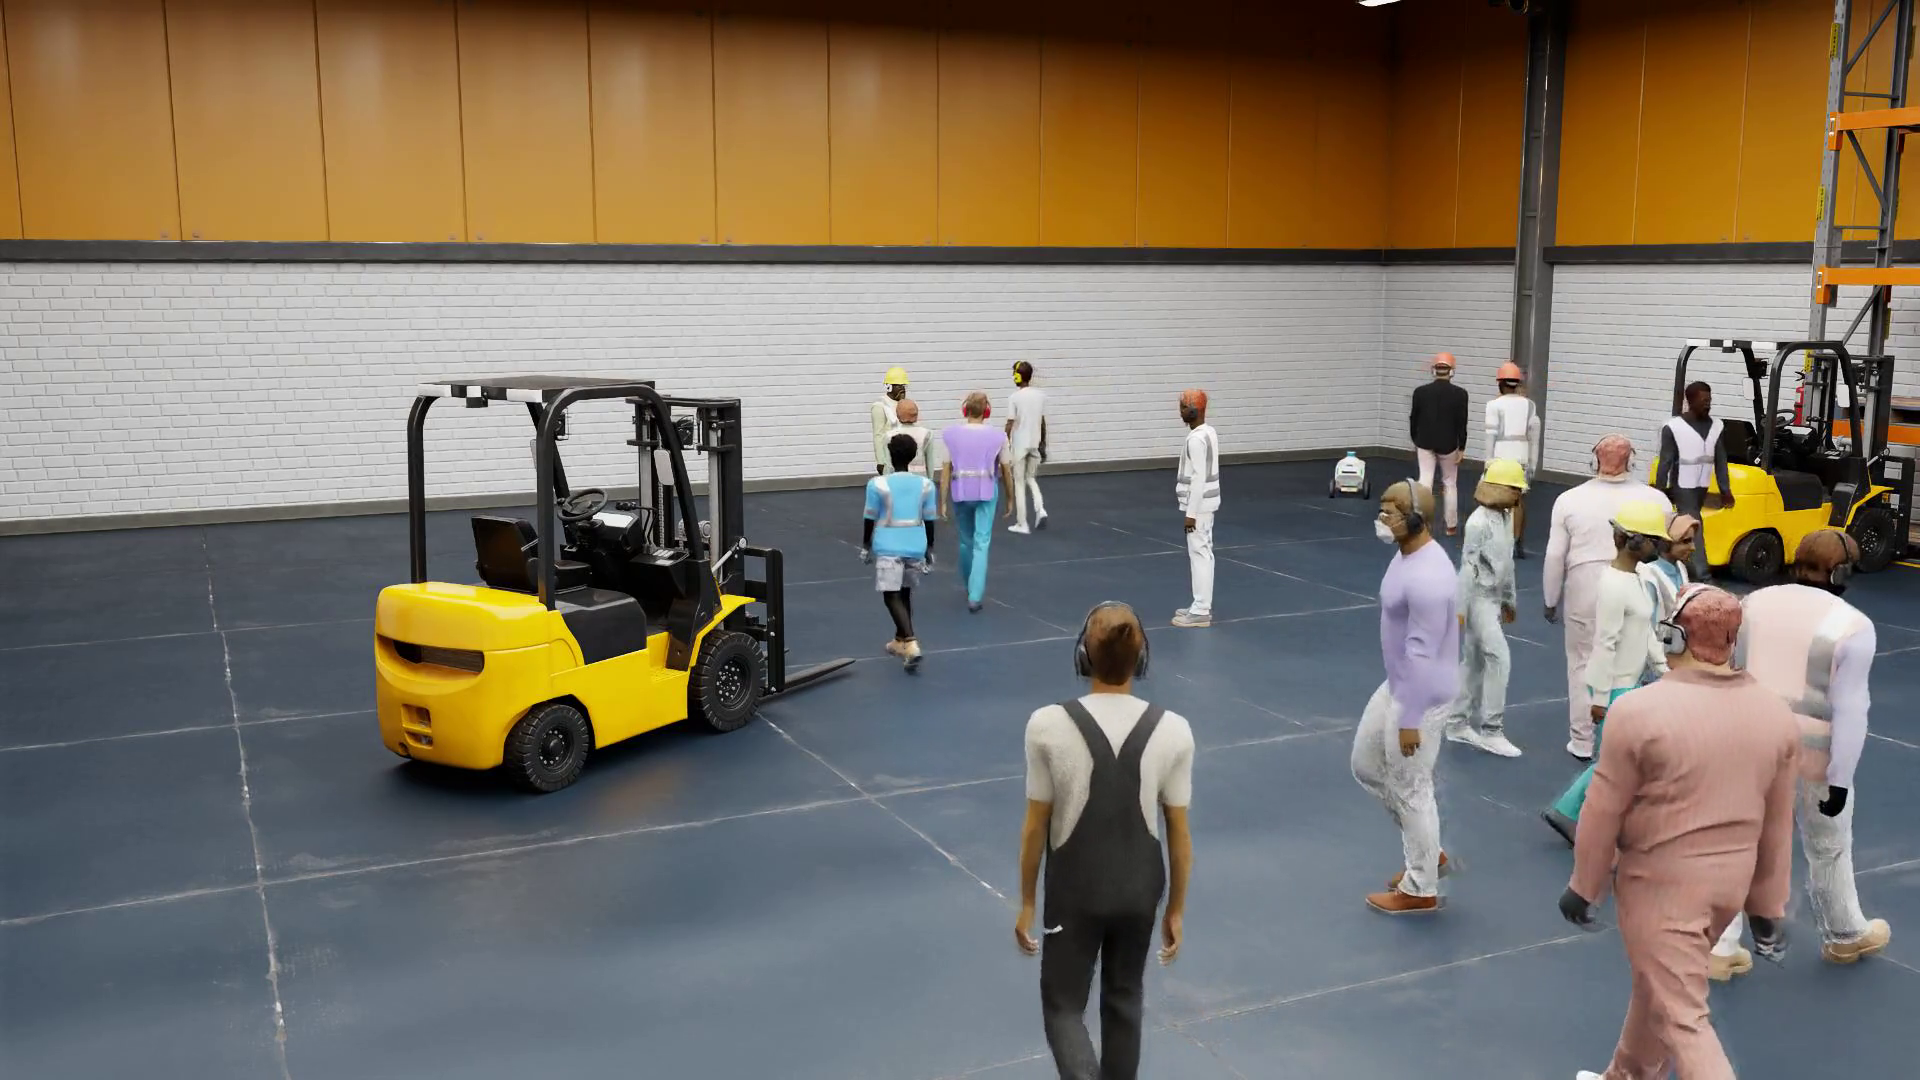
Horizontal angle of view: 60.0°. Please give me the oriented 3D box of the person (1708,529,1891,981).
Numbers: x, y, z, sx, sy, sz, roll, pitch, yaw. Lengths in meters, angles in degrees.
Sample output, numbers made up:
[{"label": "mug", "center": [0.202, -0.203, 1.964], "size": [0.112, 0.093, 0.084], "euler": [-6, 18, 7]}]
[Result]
[{"label": "person", "center": [3.358, 0.843, 6.616], "size": [0.939, 1.788, 0.655], "euler": [-5, 10, -28]}]

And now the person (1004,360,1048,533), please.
[{"label": "person", "center": [0.693, -0.980, 17.724], "size": [0.562, 1.856, 0.435], "euler": [-6, 11, -33]}]

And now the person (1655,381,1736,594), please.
[{"label": "person", "center": [6.337, -0.446, 14.421], "size": [0.590, 1.870, 1.042], "euler": [-4, 10, -23]}]

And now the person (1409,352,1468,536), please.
[{"label": "person", "center": [5.027, -0.991, 17.530], "size": [0.641, 1.962, 0.772], "euler": [5, 10, 28]}]

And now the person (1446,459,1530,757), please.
[{"label": "person", "center": [3.132, 0.389, 9.653], "size": [0.665, 1.712, 0.511], "euler": [7, 12, 39]}]

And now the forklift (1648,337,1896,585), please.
[{"label": "forklift", "center": [7.551, -0.789, 15.507], "size": [2.313, 2.155, 1.214], "euler": [-4, 10, -25]}]

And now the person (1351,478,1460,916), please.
[{"label": "person", "center": [1.922, 0.688, 7.175], "size": [0.439, 1.922, 0.654], "euler": [1, 9, 8]}]

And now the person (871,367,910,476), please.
[{"label": "person", "center": [-0.670, -0.879, 17.223], "size": [0.403, 1.825, 0.591], "euler": [6, 11, 32]}]

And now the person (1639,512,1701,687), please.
[{"label": "person", "center": [3.465, 0.658, 8.287], "size": [0.373, 1.619, 0.558], "euler": [8, 12, 40]}]

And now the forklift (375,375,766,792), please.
[{"label": "forklift", "center": [-2.268, 0.149, 9.685], "size": [1.214, 2.155, 2.313], "euler": [6, 11, 32]}]

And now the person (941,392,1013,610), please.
[{"label": "person", "center": [0.145, -0.335, 13.960], "size": [0.588, 1.795, 0.992], "euler": [1, 9, 7]}]

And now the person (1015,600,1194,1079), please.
[{"label": "person", "center": [0.436, 1.095, 4.956], "size": [0.528, 1.832, 0.674], "euler": [-1, 9, -7]}]

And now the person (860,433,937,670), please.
[{"label": "person", "center": [-0.406, 0.073, 11.798], "size": [0.533, 1.664, 0.804], "euler": [-5, 10, -28]}]

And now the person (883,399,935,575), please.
[{"label": "person", "center": [-0.471, -0.476, 15.289], "size": [0.518, 1.636, 0.312], "euler": [-4, 10, -25]}]

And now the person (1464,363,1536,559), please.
[{"label": "person", "center": [5.372, -0.801, 16.492], "size": [0.548, 1.889, 0.944], "euler": [-1, 9, -9]}]

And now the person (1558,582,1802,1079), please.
[{"label": "person", "center": [2.242, 1.061, 5.085], "size": [0.632, 1.859, 1.003], "euler": [-3, 10, -19]}]

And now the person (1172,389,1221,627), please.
[{"label": "person", "center": [1.870, -0.255, 13.146], "size": [0.360, 1.886, 0.574], "euler": [3, 10, 17]}]

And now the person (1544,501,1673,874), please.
[{"label": "person", "center": [3.080, 0.673, 7.833], "size": [0.548, 1.742, 0.539], "euler": [5, 10, 29]}]

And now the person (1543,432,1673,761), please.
[{"label": "person", "center": [3.661, 0.333, 9.454], "size": [0.679, 1.893, 0.432], "euler": [2, 9, 13]}]

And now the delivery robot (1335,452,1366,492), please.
[{"label": "delivery robot", "center": [4.856, -0.855, 20.675], "size": [0.477, 0.478, 0.707], "euler": [2, 9, 16]}]

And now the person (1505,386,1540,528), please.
[{"label": "person", "center": [5.764, -0.796, 17.336], "size": [0.518, 1.614, 0.596], "euler": [2, 9, 12]}]
